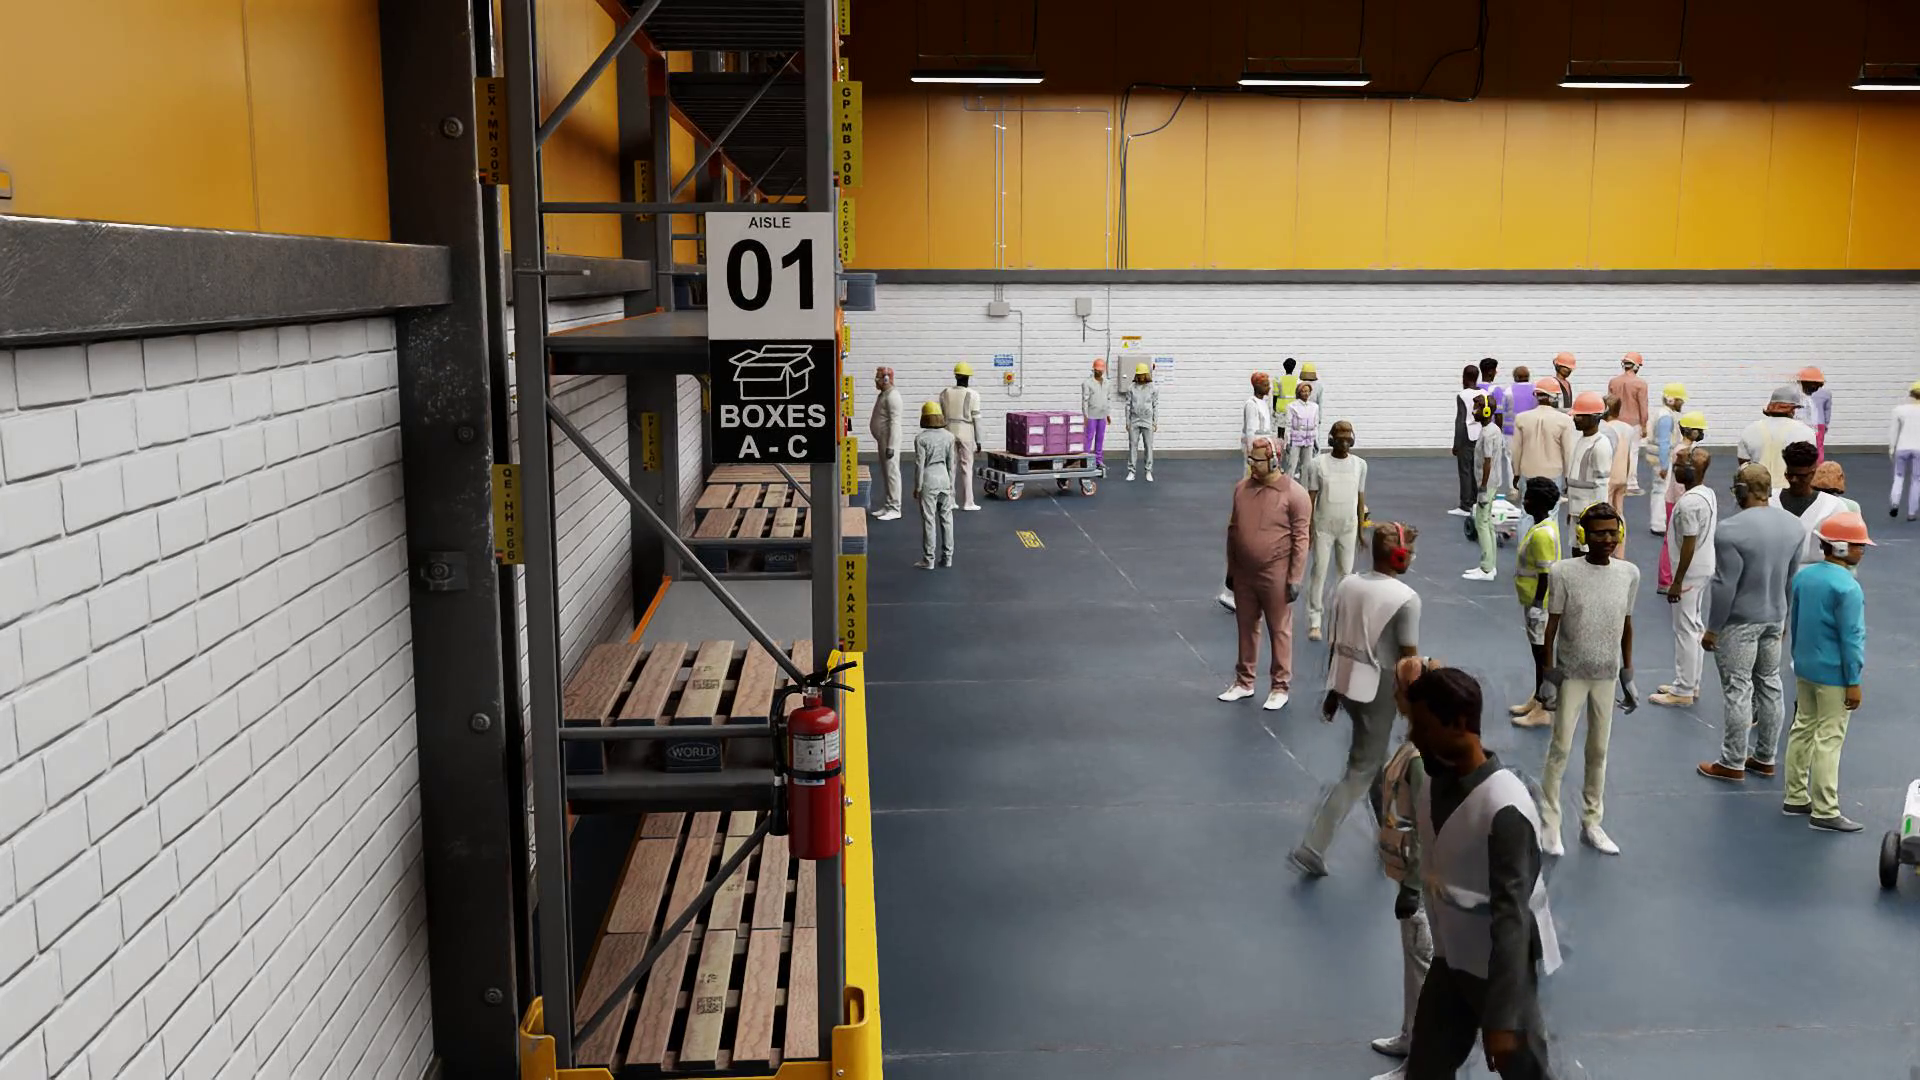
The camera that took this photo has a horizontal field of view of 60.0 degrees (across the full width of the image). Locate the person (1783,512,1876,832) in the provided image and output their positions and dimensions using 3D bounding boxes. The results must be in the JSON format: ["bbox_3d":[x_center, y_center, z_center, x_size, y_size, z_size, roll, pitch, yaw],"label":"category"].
[{"bbox_3d":[4.790,0.712,9.150,0.325,1.750,0.563,-1,9,-3],"label":"person"}]

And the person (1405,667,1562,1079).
[{"bbox_3d":[1.625,1.313,5.098,0.970,1.860,0.677,-2,9,-13],"label":"person"}]

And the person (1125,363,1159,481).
[{"bbox_3d":[2.678,-1.735,24.544,0.492,1.743,0.295,2,9,10],"label":"person"}]

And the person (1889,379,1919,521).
[{"bbox_3d":[11.788,-1.109,20.576,0.529,1.756,0.383,7,12,39],"label":"person"}]

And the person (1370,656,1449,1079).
[{"bbox_3d":[1.714,1.236,6.215,0.308,1.640,0.510,3,9,17],"label":"person"}]

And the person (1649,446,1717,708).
[{"bbox_3d":[5.114,0.257,11.714,0.345,1.846,0.506,6,11,35],"label":"person"}]

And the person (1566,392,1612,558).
[{"bbox_3d":[5.364,-0.255,14.314,0.375,2.042,0.608,0,9,1],"label":"person"}]

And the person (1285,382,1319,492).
[{"bbox_3d":[4.485,-1.256,21.857,0.514,1.641,0.309,-4,10,-22],"label":"person"}]

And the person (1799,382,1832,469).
[{"bbox_3d":[12.579,-1.682,24.554,0.499,1.633,0.278,1,9,6],"label":"person"}]

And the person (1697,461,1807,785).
[{"bbox_3d":[4.712,0.497,9.934,0.627,1.934,0.371,-3,10,-20],"label":"person"}]

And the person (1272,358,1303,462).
[{"bbox_3d":[5.329,-2.105,27.009,0.542,1.695,0.316,1,9,6],"label":"person"}]

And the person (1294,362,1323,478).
[{"bbox_3d":[5.194,-1.790,24.887,0.493,1.742,0.322,-4,10,-25],"label":"person"}]

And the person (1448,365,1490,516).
[{"bbox_3d":[6.466,-1.253,21.015,0.604,1.909,0.399,-7,11,-38],"label":"person"}]

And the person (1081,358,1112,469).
[{"bbox_3d":[2.146,-1.957,25.914,0.563,1.748,0.340,-7,11,-36],"label":"person"}]

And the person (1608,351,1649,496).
[{"bbox_3d":[9.221,-1.603,22.951,0.385,1.988,0.608,-6,11,-35],"label":"person"}]

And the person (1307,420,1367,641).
[{"bbox_3d":[3.123,-0.077,13.810,0.504,1.846,0.344,-1,9,-4],"label":"person"}]

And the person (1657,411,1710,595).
[{"bbox_3d":[6.879,-0.346,15.789,0.350,1.759,0.523,6,11,33],"label":"person"}]

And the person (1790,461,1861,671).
[{"bbox_3d":[6.559,0.213,12.657,0.497,1.633,0.283,7,11,36],"label":"person"}]

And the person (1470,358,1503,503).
[{"bbox_3d":[6.869,-1.409,21.791,0.368,1.967,0.600,-6,11,-32],"label":"person"}]

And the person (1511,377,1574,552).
[{"bbox_3d":[6.010,-0.684,17.164,0.622,1.989,0.381,6,11,32],"label":"person"}]

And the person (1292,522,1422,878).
[{"bbox_3d":[2.055,0.806,8.463,0.935,1.804,0.610,-4,10,-22],"label":"person"}]

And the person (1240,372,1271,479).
[{"bbox_3d":[3.541,-1.062,19.882,0.358,1.882,0.574,4,10,24],"label":"person"}]

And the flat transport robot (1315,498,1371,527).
[{"bbox_3d":[4.630,-0.356,20.488,0.652,0.197,1.431,1,9,5],"label":"flat transport robot"}]

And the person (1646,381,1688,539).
[{"bbox_3d":[8.134,-0.923,19.195,0.404,1.826,0.608,3,9,17],"label":"person"}]

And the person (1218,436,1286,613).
[{"bbox_3d":[2.683,-0.136,14.936,0.757,1.602,0.516,-6,11,-35],"label":"person"}]

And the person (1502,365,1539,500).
[{"bbox_3d":[7.593,-1.467,22.634,0.652,1.809,0.646,1,9,6],"label":"person"}]

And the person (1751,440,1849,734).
[{"bbox_3d":[5.501,0.314,11.002,0.607,1.958,0.394,8,12,42],"label":"person"}]

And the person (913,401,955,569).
[{"bbox_3d":[-0.279,-0.572,17.245,0.486,1.742,0.302,-7,11,-36],"label":"person"}]

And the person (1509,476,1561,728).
[{"bbox_3d":[3.891,0.415,11.184,0.322,1.697,0.535,3,10,20],"label":"person"}]

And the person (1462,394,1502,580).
[{"bbox_3d":[5.230,-0.525,16.593,0.319,1.860,0.521,4,10,24],"label":"person"}]

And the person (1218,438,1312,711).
[{"bbox_3d":[2.120,0.234,11.677,0.636,1.906,0.405,9,13,44],"label":"person"}]

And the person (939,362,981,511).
[{"bbox_3d":[0.016,-1.330,21.433,0.594,1.922,0.385,5,10,28],"label":"person"}]

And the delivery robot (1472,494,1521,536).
[{"bbox_3d":[6.093,-0.274,18.793,0.477,0.478,0.707,-2,9,-10],"label":"delivery robot"}]

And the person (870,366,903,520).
[{"bbox_3d":[-0.920,-1.202,20.685,0.399,1.910,0.643,-2,9,-11],"label":"person"}]

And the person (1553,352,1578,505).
[{"bbox_3d":[7.920,-1.470,21.973,0.392,2.033,0.605,8,12,42],"label":"person"}]

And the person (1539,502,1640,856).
[{"bbox_3d":[3.295,0.723,8.705,0.518,1.874,0.327,-1,9,-3],"label":"person"}]

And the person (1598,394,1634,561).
[{"bbox_3d":[6.569,-0.558,16.838,0.517,1.842,0.327,-5,10,-29],"label":"person"}]

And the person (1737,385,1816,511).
[{"bbox_3d":[7.592,-0.430,15.417,0.673,2.000,0.535,9,13,44],"label":"person"}]
